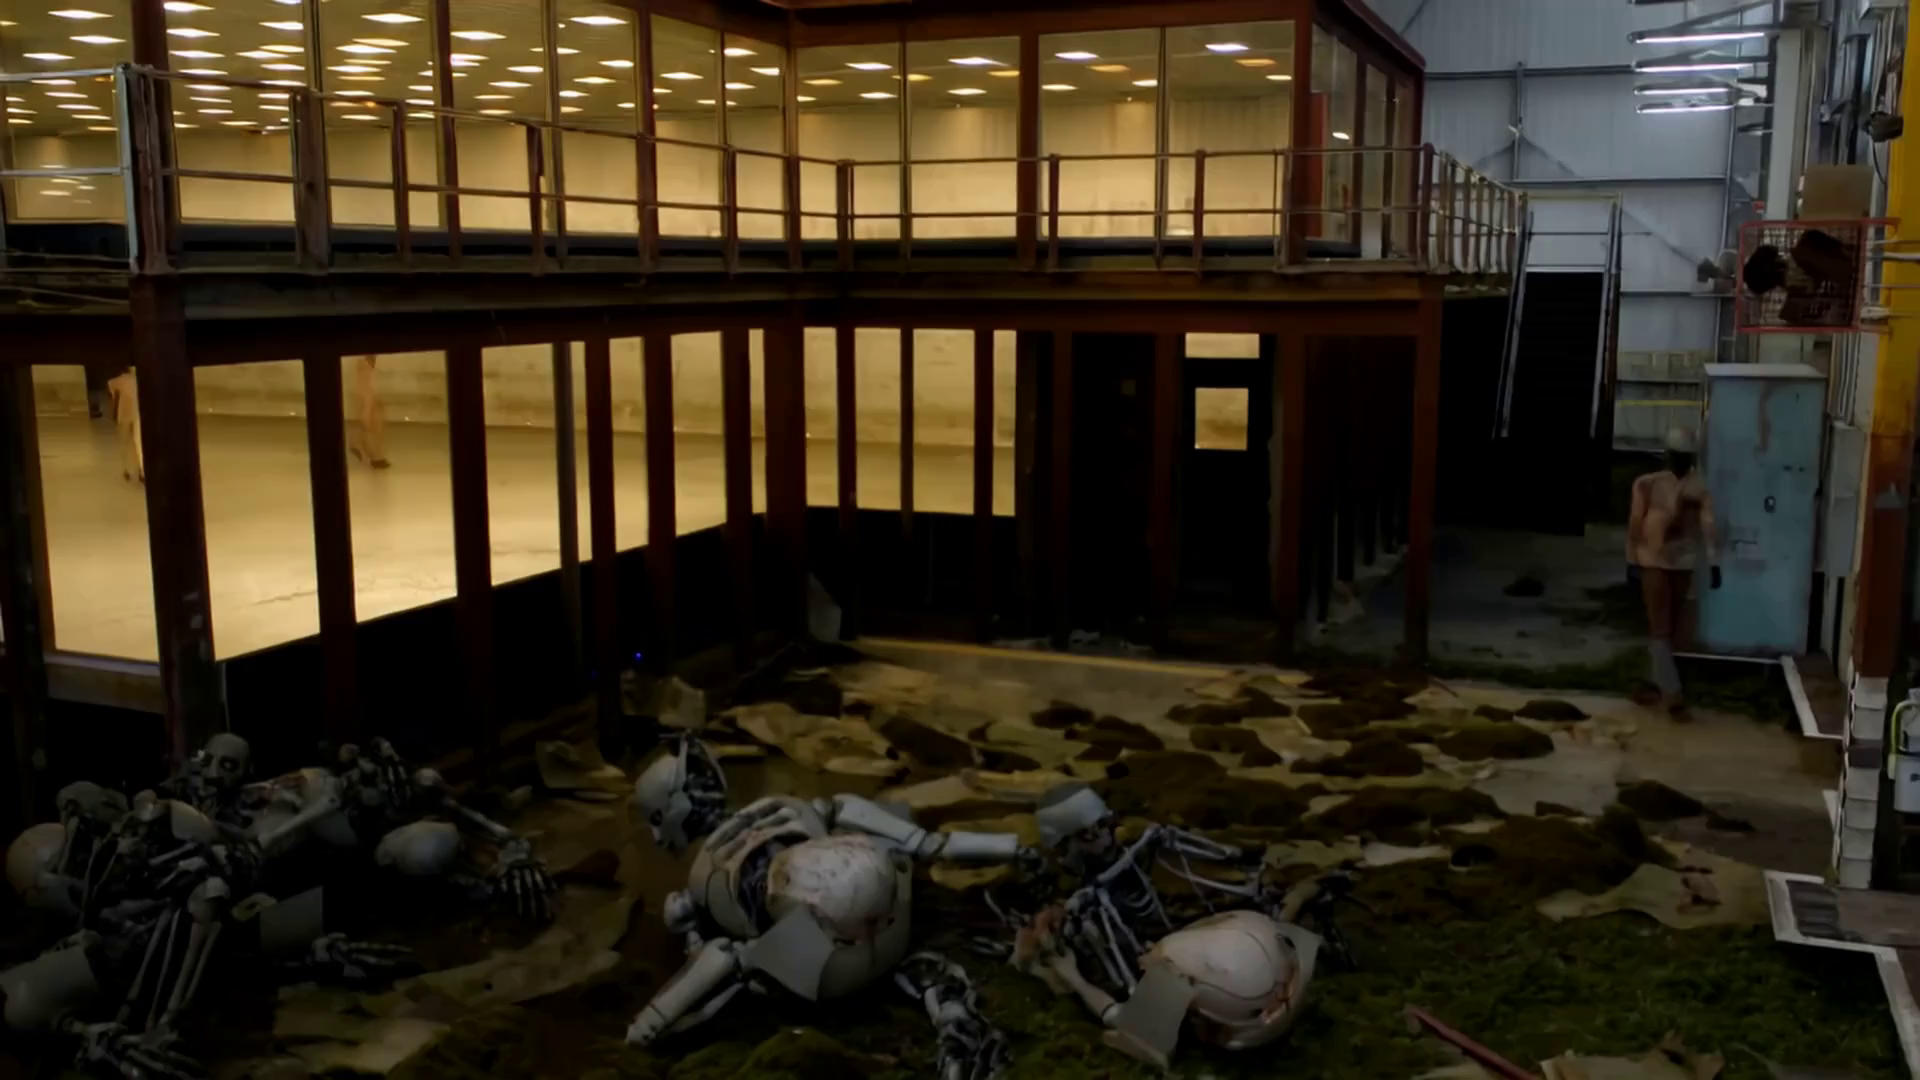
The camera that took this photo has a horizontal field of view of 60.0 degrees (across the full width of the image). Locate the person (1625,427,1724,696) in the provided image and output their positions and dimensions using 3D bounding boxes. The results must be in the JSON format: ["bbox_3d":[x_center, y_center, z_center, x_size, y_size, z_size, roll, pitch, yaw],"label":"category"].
[{"bbox_3d":[5.234,0.130,12.190,0.636,1.934,1.049,1,9,6],"label":"person"}]
